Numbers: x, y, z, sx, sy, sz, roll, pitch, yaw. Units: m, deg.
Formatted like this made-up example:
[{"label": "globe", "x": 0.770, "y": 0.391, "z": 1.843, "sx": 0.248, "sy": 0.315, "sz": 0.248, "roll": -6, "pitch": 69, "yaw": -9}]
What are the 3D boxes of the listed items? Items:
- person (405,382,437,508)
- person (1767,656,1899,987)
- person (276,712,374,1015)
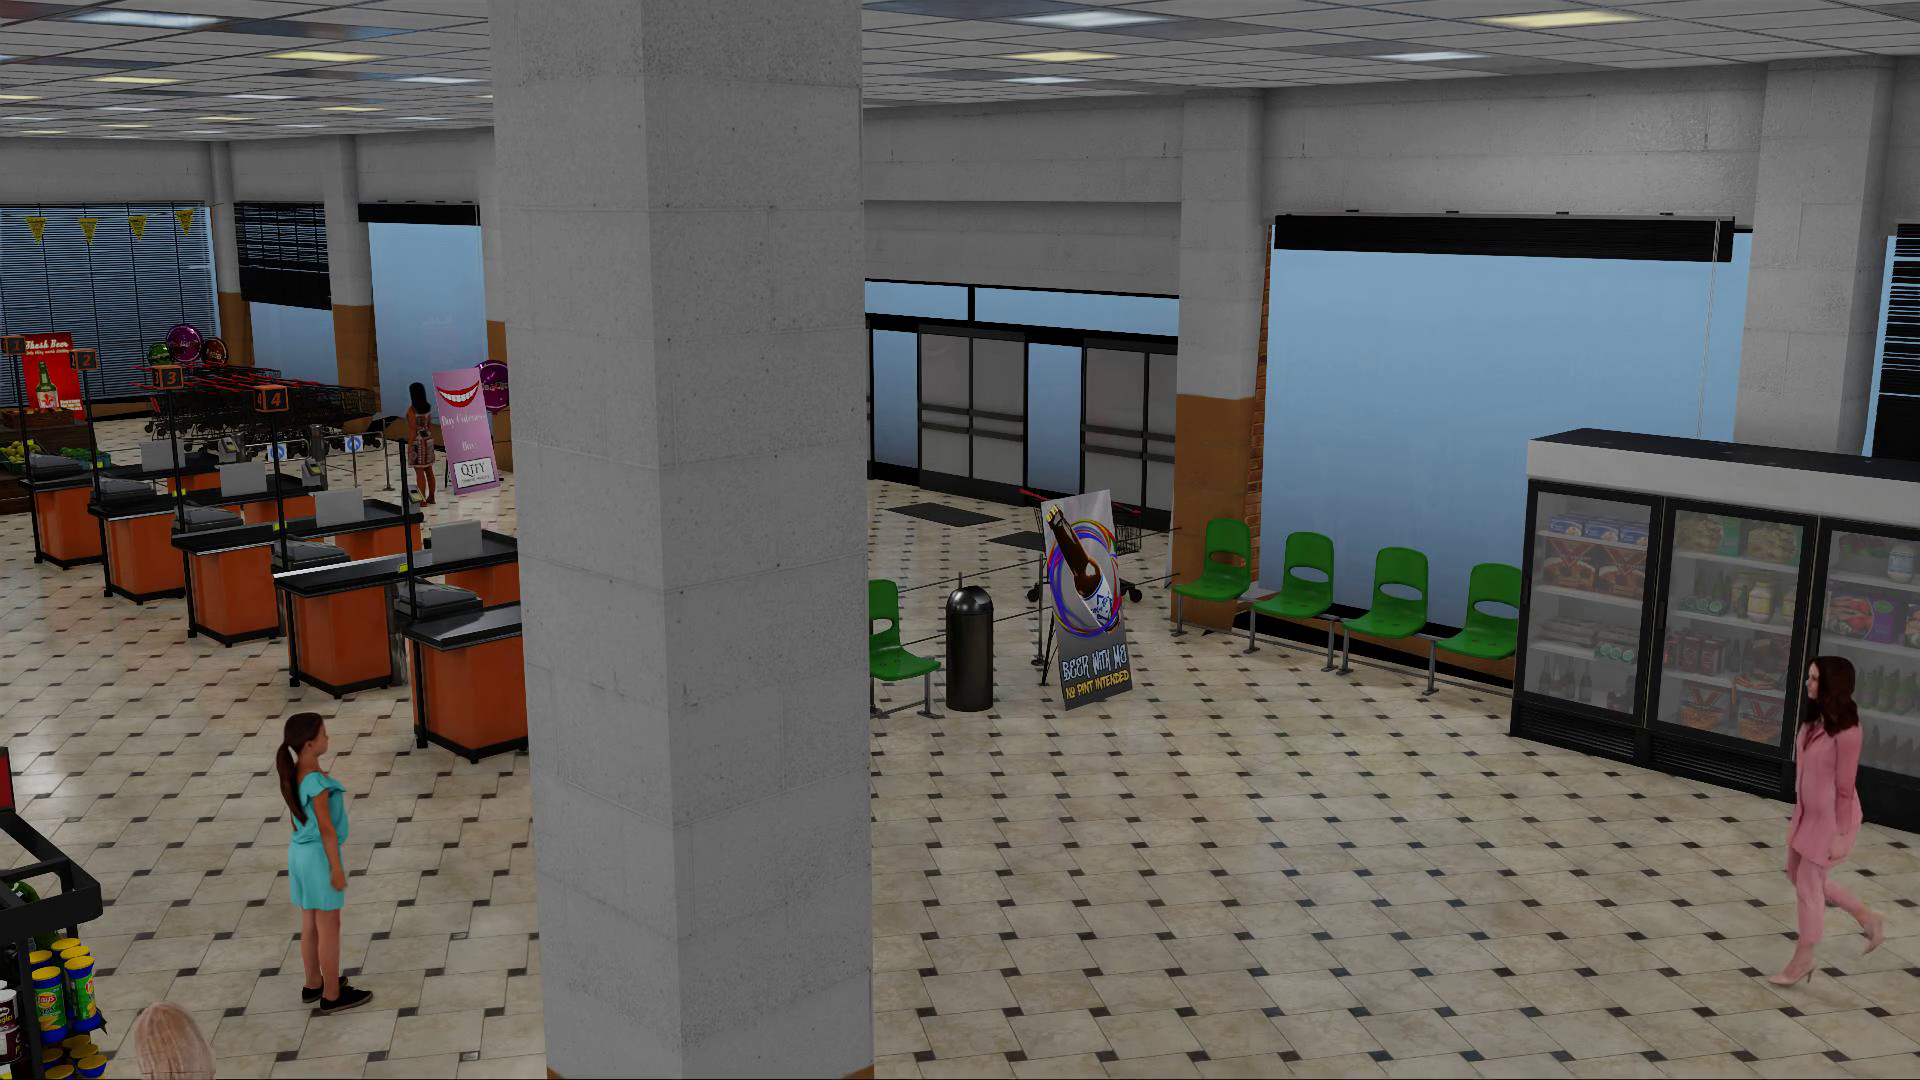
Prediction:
[{"label": "person", "x": -7.129, "y": -1.271, "z": 21.997, "sx": 0.784, "sy": 1.645, "sz": 0.642, "roll": 4, "pitch": 12, "yaw": 17}, {"label": "person", "x": 4.566, "y": 1.473, "z": 8.621, "sx": 1.011, "sy": 1.787, "sz": 0.946, "roll": 0, "pitch": 12, "yaw": -1}, {"label": "person", "x": -3.274, "y": 1.624, "z": 8.462, "sx": 0.521, "sy": 1.557, "sz": 0.534, "roll": -12, "pitch": 17, "yaw": -44}]
